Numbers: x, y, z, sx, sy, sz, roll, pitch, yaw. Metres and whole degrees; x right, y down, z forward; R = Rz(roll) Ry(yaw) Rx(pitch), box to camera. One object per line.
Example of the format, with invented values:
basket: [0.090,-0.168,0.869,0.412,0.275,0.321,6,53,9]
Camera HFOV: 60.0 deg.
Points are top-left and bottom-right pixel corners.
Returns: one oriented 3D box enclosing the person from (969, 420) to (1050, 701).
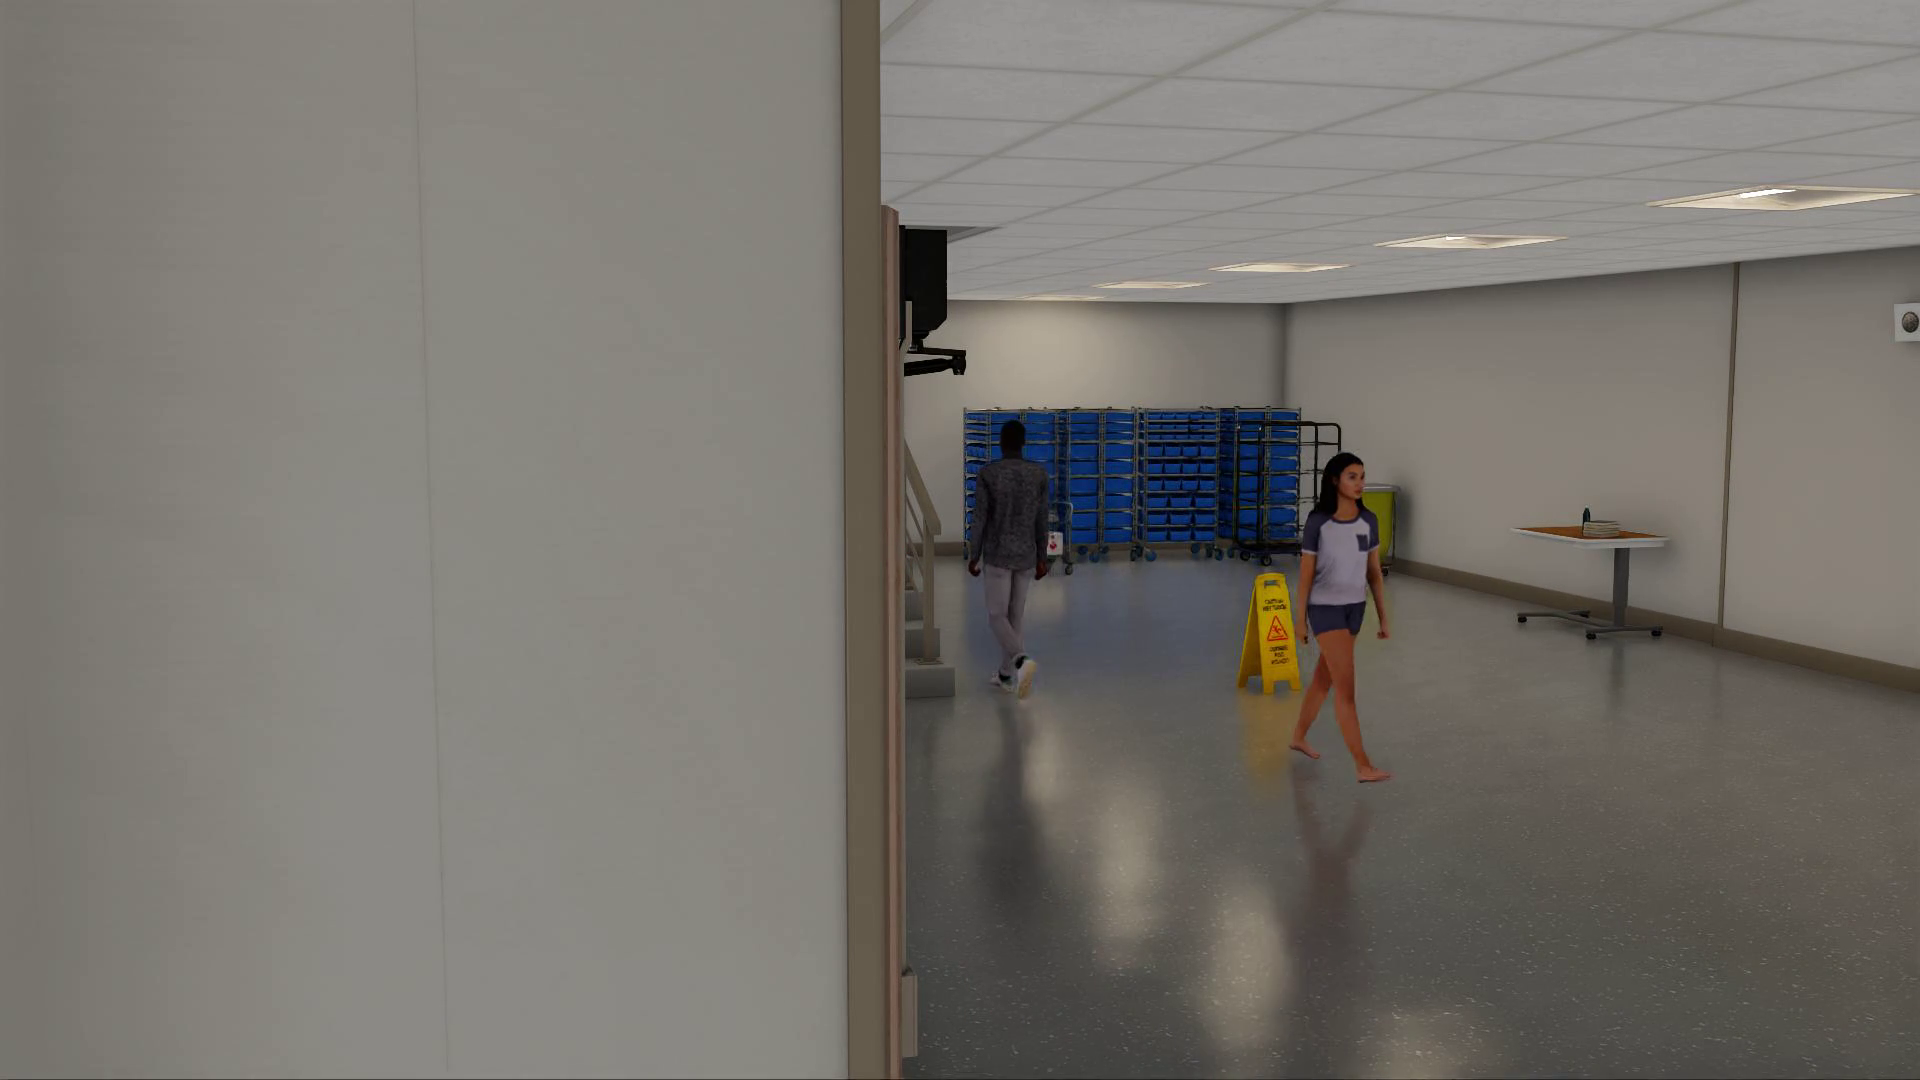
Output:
person: [0.346,0.142,10.862,0.759,1.821,1.061,-2,6,-20]

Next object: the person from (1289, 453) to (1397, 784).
person: [1.950,0.420,8.825,0.753,1.675,1.195,-3,6,-26]
